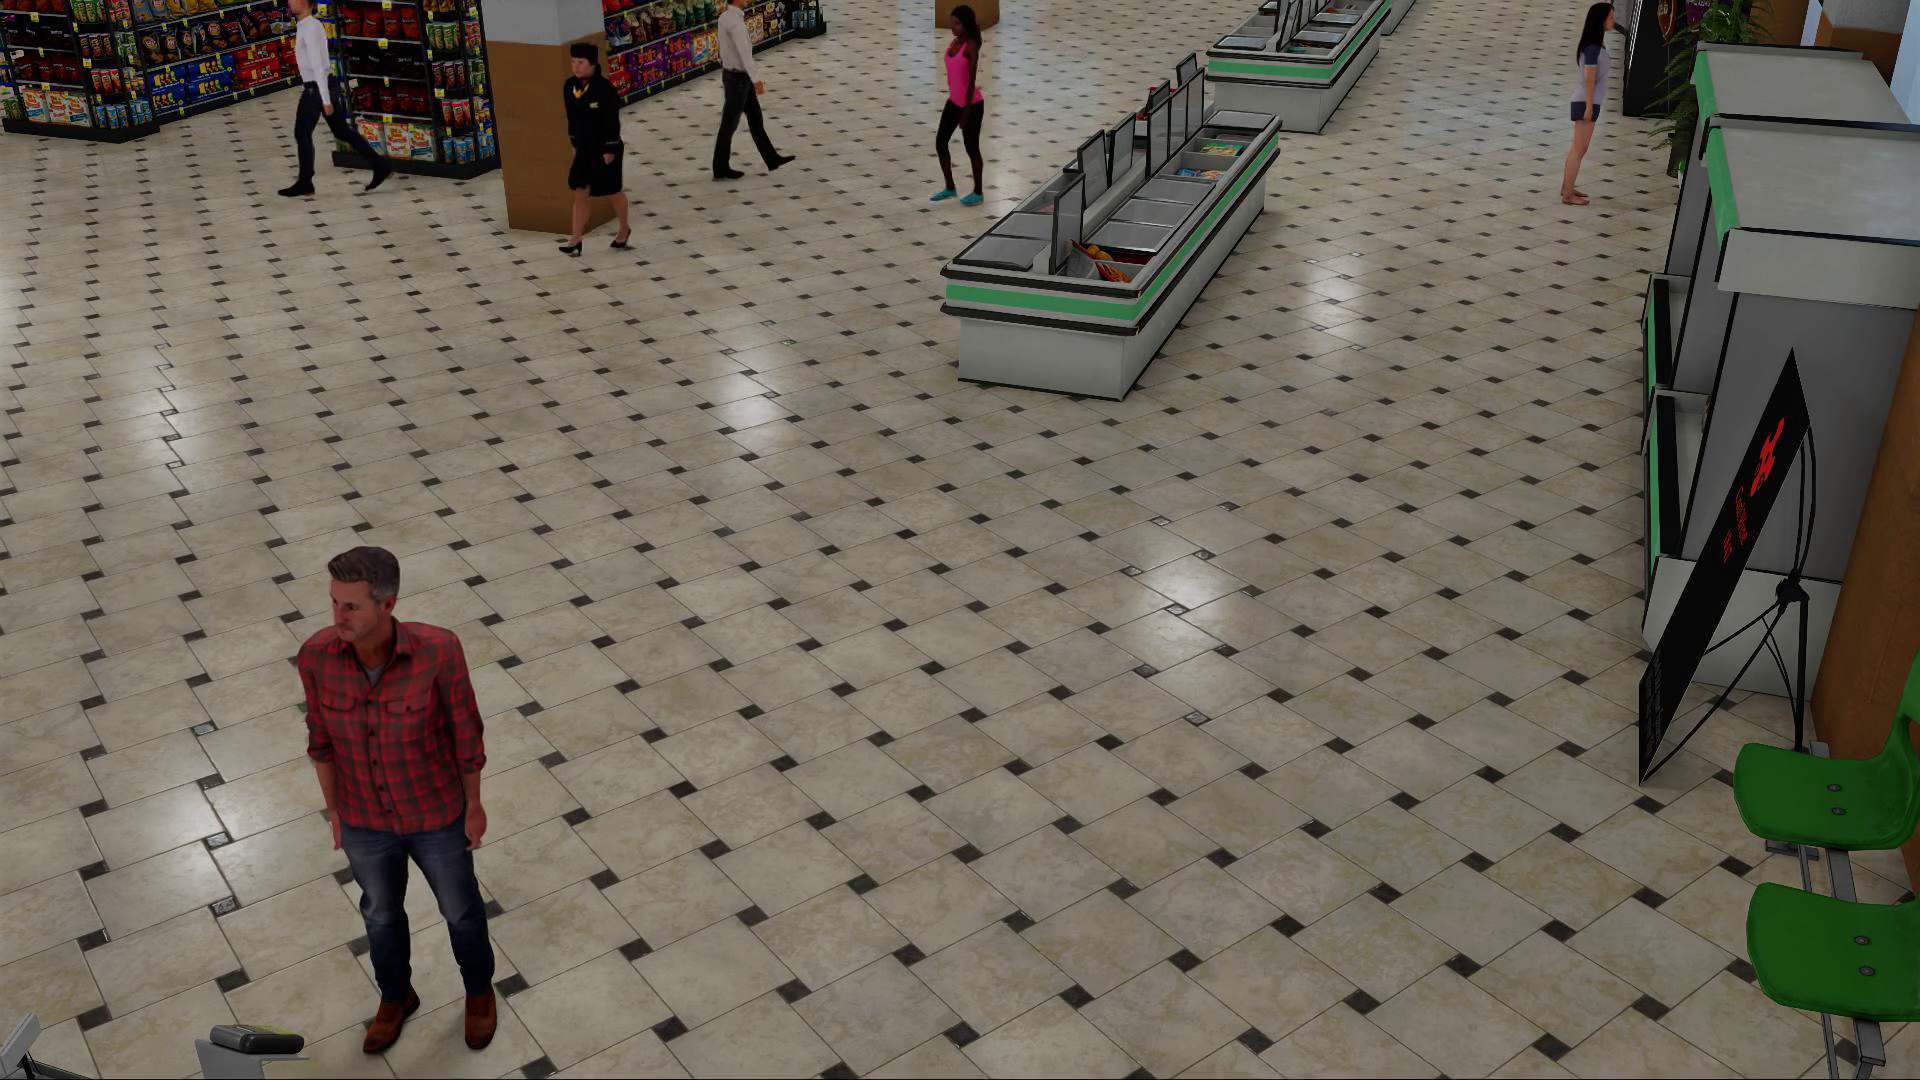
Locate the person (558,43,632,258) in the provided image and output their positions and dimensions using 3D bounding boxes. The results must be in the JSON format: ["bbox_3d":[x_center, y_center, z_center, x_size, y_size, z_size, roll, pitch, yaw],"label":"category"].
[{"bbox_3d":[-2.807,-3.075,13.156,0.807,1.639,1.066,14,30,25],"label":"person"}]

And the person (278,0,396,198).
[{"bbox_3d":[-5.526,-3.942,14.644,1.076,1.841,1.246,-4,27,-7],"label":"person"}]

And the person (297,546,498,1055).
[{"bbox_3d":[-1.758,0.824,5.259,0.754,1.830,0.702,-1,27,-2],"label":"person"}]

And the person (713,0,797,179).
[{"bbox_3d":[-2.118,-4.159,15.137,1.065,1.780,1.091,-6,27,-11],"label":"person"}]

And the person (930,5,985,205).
[{"bbox_3d":[0.120,-3.752,14.416,0.820,1.707,0.746,-18,32,-31],"label":"person"}]

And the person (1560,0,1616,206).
[{"bbox_3d":[5.496,-3.830,14.572,0.646,1.707,0.459,9,28,17],"label":"person"}]
